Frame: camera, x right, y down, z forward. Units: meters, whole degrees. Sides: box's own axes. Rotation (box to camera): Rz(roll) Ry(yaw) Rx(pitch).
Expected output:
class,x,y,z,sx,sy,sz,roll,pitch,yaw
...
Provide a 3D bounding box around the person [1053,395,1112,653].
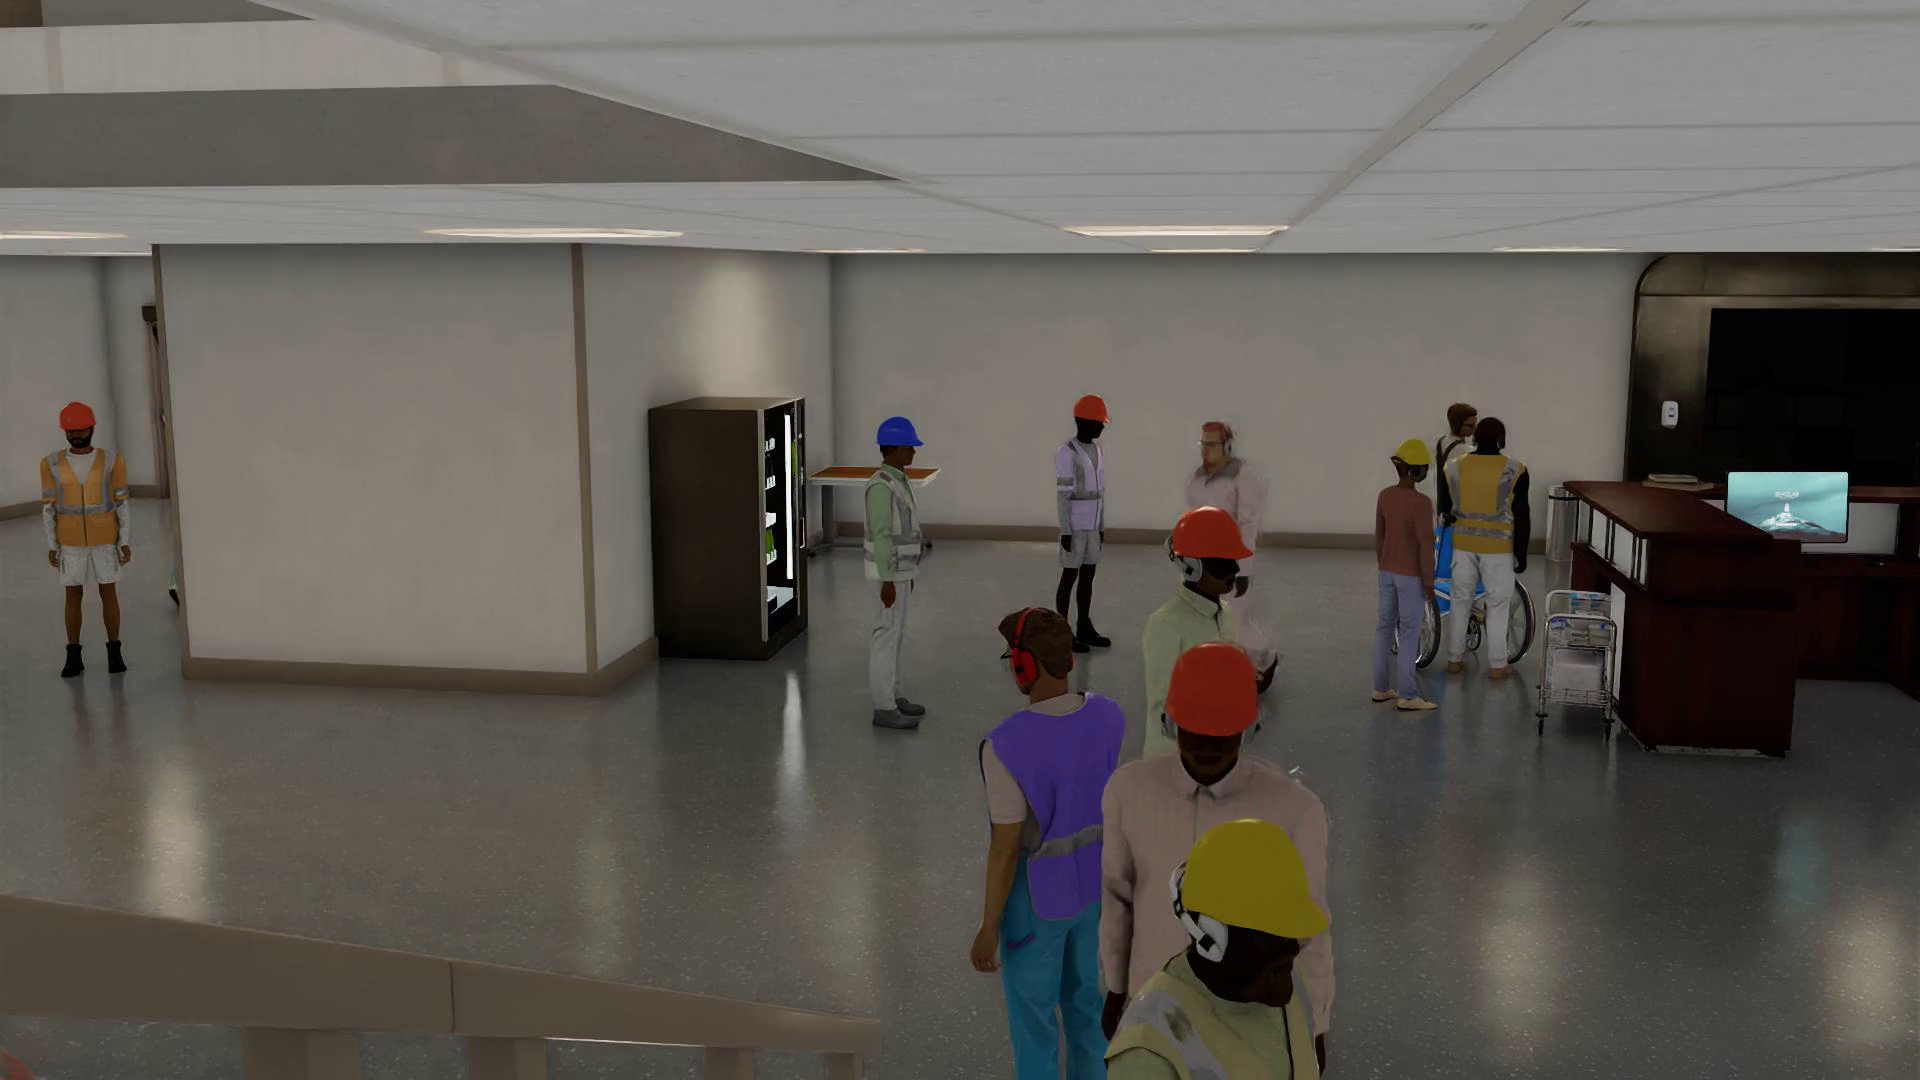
class,x,y,z,sx,sy,sz,roll,pitch,yaw
person,0.935,-0.124,12.457,0.390,1.929,0.545,7,12,39

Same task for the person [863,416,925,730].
class,x,y,z,sx,sy,sz,roll,pitch,yaw
person,-0.413,0.196,10.417,0.389,1.948,0.607,1,9,8

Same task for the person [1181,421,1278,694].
class,x,y,z,sx,sy,sz,roll,pitch,yaw
person,1.728,0.148,10.938,0.874,1.881,0.642,-9,13,-43

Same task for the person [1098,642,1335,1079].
class,x,y,z,sx,sy,sz,roll,pitch,yaw
person,0.690,1.180,4.451,0.632,1.947,1.001,3,10,19

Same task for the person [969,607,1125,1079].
class,x,y,z,sx,sy,sz,roll,pitch,yaw
person,0.277,1.116,5.092,0.390,1.838,0.563,9,13,44

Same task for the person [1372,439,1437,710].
class,x,y,z,sx,sy,sz,roll,pitch,yaw
person,2.904,0.223,10.822,0.313,1.769,0.525,-4,10,-24

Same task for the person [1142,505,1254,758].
class,x,y,z,sx,sy,sz,roll,pitch,yaw
person,0.879,0.860,6.176,0.384,1.996,0.610,6,11,31

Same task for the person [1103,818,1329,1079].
class,x,y,z,sx,sy,sz,roll,pitch,yaw
person,0.514,1.420,3.277,0.405,1.824,0.585,7,12,38

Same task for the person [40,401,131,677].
class,x,y,z,sx,sy,sz,roll,pitch,yaw
person,-6.135,-0.008,11.706,0.547,1.938,0.377,-4,10,-23

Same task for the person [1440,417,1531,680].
class,x,y,z,sx,sy,sz,roll,pitch,yaw
person,3.677,0.055,11.651,0.627,1.836,0.428,7,11,35
